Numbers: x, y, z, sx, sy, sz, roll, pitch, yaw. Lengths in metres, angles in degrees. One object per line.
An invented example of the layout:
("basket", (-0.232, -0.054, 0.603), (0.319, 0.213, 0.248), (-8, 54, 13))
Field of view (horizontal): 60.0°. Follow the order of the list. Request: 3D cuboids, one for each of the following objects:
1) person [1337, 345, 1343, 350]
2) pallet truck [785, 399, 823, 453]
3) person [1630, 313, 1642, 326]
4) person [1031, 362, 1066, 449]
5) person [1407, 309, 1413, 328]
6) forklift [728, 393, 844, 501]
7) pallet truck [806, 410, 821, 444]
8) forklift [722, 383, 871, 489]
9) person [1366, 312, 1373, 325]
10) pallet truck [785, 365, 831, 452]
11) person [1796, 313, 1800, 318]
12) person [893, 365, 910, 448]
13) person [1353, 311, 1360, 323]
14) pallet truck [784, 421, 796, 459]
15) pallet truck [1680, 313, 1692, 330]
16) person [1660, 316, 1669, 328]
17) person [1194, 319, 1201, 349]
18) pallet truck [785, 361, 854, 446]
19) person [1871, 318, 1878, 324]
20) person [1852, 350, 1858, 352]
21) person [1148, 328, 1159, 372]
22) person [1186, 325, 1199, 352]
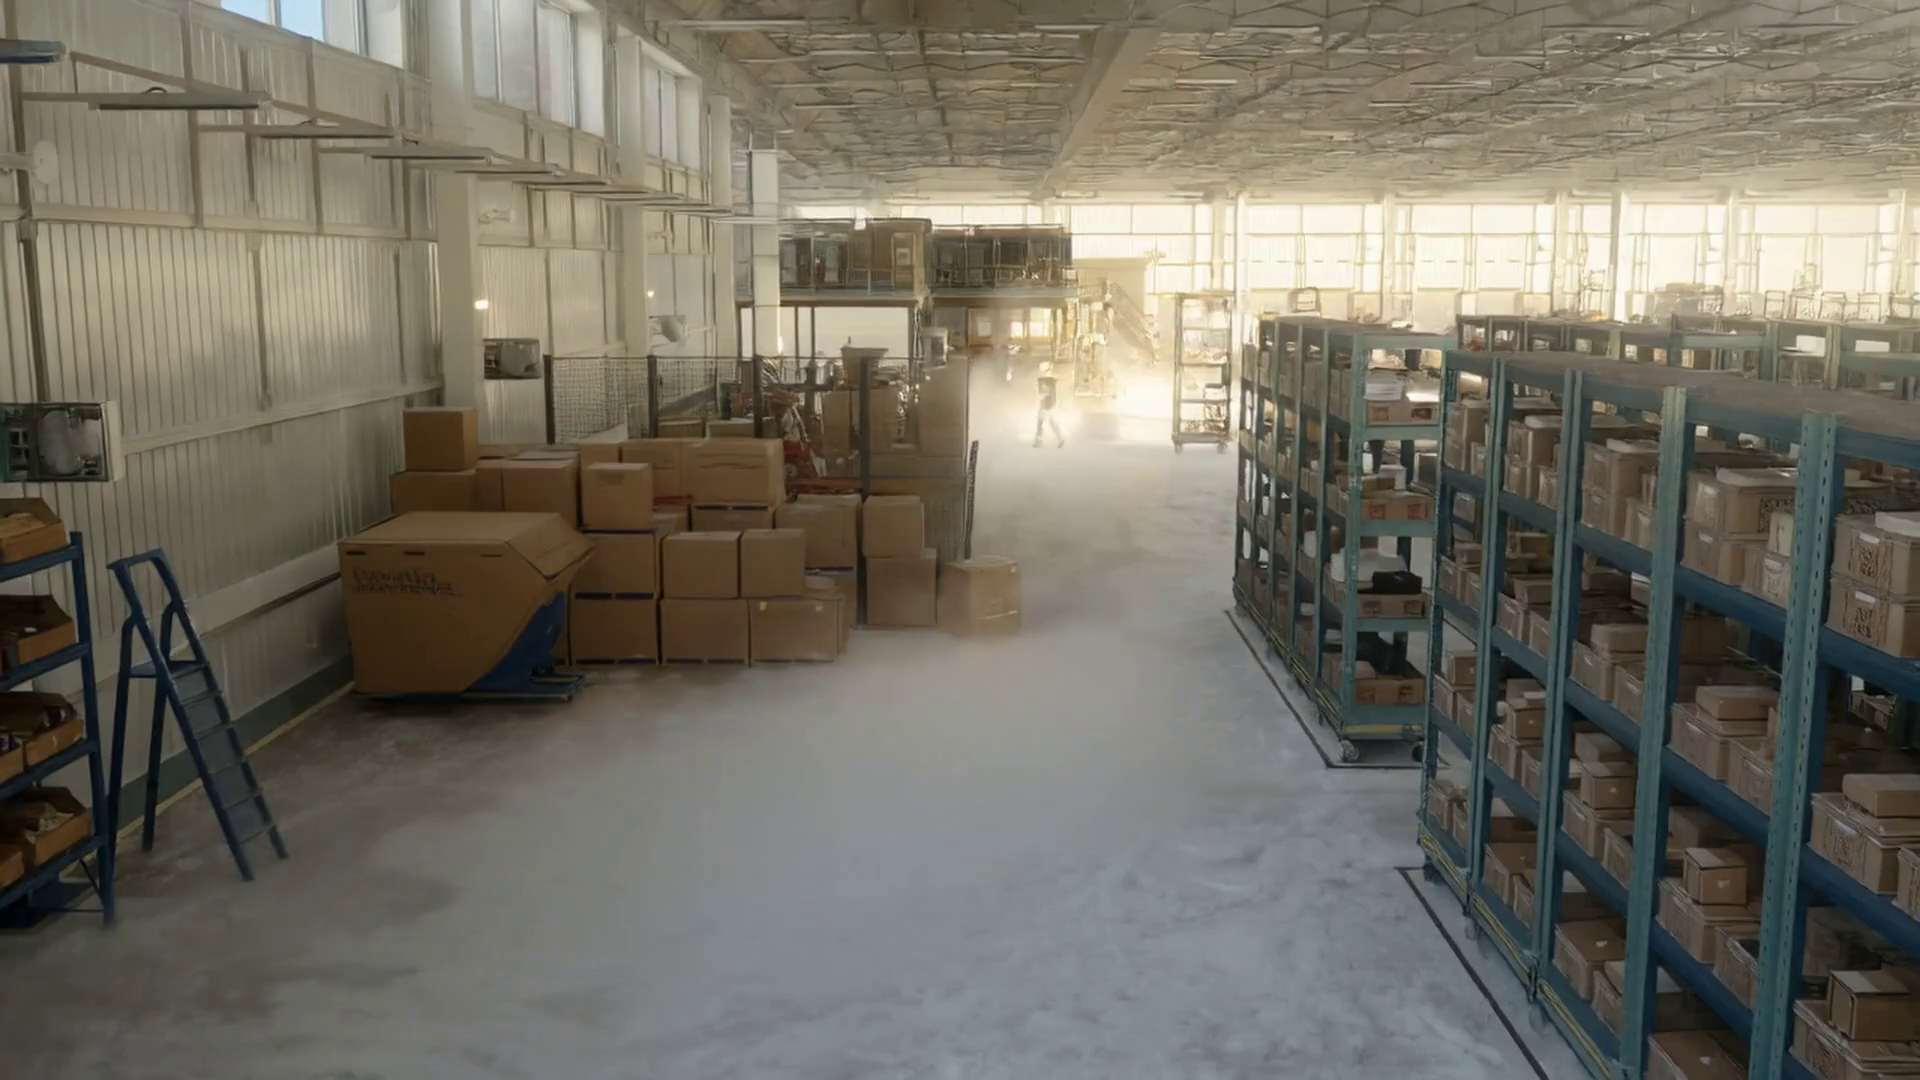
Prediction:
("person", (14.866, -7.402, 65.600), (0.589, 1.800, 0.859), (-1, 9, -8))
("pallet truck", (-3.814, -2.432, 36.419), (1.630, 1.274, 0.653), (0, 9, 1))
("person", (34.645, -10.671, 85.284), (0.372, 1.940, 0.627), (-8, 12, -41))
("person", (2.058, -3.107, 38.457), (0.610, 2.007, 1.000), (-6, 11, -35))
("person", (25.584, -12.171, 94.609), (0.395, 1.918, 0.591), (5, 11, 29))
("forklift", (-2.979, -1.316, 26.476), (2.680, 1.987, 1.157), (0, 9, 1))
("pallet truck", (-3.559, -2.018, 33.905), (1.522, 1.261, 0.704), (0, 9, -1))
("forklift", (-2.893, -1.687, 28.729), (2.680, 1.987, 1.157), (0, 9, -1))
("person", (21.243, -10.863, 86.439), (0.392, 1.949, 0.606), (-2, 9, -10))
("pallet truck", (-3.774, -2.976, 37.635), (1.885, 1.965, 0.823), (1, 9, 5))
("person", (44.739, -11.163, 88.534), (0.936, 1.881, 0.624), (5, 10, 28))
("person", (-1.354, -3.111, 38.752), (0.409, 1.908, 0.642), (0, 9, 2))
("person", (22.315, -12.006, 93.818), (0.429, 1.842, 0.636), (5, 10, 28))
("pallet truck", (-4.013, -1.793, 32.705), (1.601, 1.201, 0.680), (0, 9, 1))
("pallet truck", (36.315, -10.531, 84.244), (0.823, 1.965, 1.885), (-6, 11, -33))
("person", (36.298, -10.671, 85.775), (0.968, 1.799, 0.620), (7, 11, 35))
("person", (12.394, -10.940, 87.200), (0.562, 1.858, 0.585), (6, 11, 32))
("pallet truck", (-3.410, -3.193, 38.978), (1.885, 1.965, 0.823), (0, 9, -1))
("person", (42.292, -9.336, 77.077), (0.357, 1.930, 0.591), (6, 11, 33))
("person", (28.034, -5.133, 52.131), (0.534, 1.600, 0.756), (0, 9, -1))
("person", (7.858, -7.727, 67.653), (0.315, 1.770, 0.523), (-8, 12, -40))
("person", (9.878, -8.383, 71.255), (1.026, 1.905, 0.628), (8, 12, 42))
